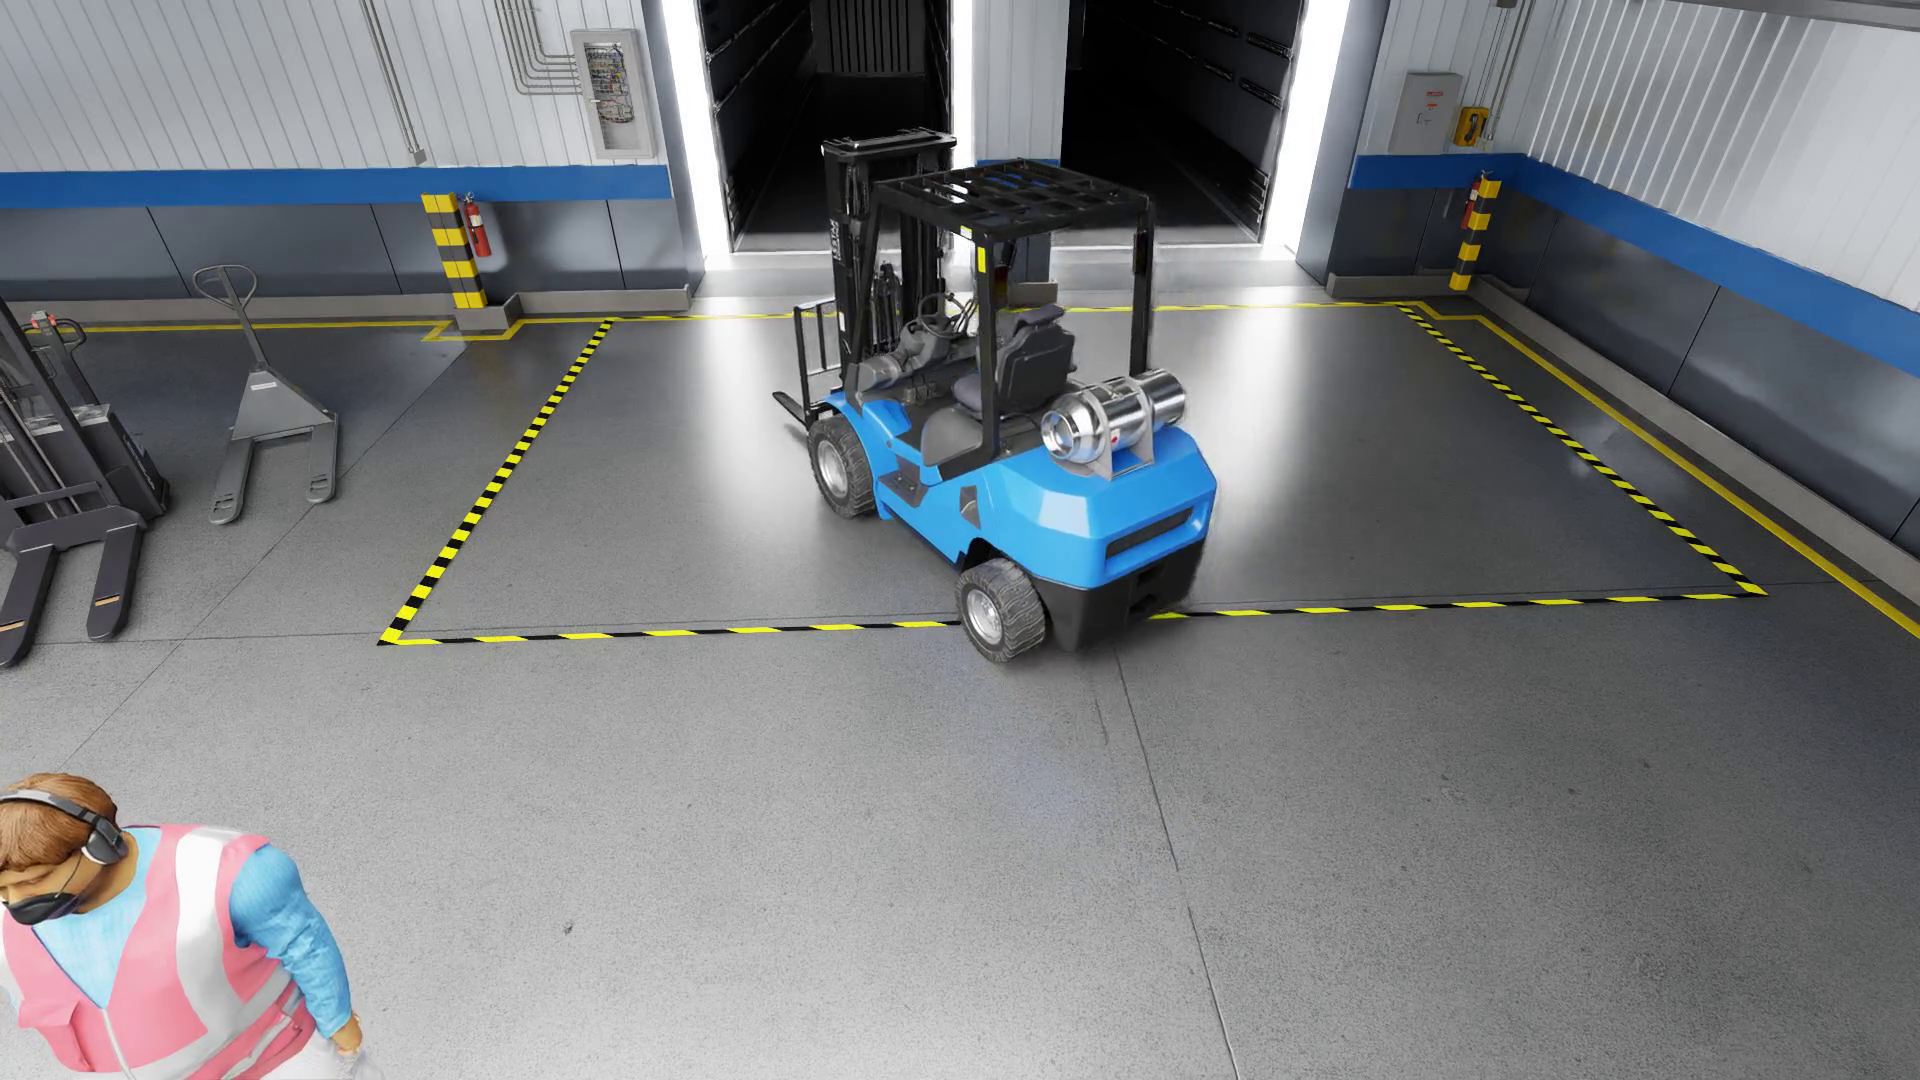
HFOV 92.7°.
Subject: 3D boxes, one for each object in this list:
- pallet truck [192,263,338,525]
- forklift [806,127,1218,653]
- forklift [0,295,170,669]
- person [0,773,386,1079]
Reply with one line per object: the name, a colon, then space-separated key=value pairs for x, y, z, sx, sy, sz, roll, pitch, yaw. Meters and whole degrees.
pallet truck: x=-4.778 y=-1.027 z=6.128 sx=0.680 sy=1.201 sz=1.601 roll=-17 pitch=38 yaw=-23
forklift: x=0.177 y=-0.962 z=5.061 sx=1.157 sy=2.036 sz=2.680 roll=-22 pitch=40 yaw=-28
forklift: x=-5.212 y=-0.618 z=4.878 sx=0.823 sy=1.965 sz=1.885 roll=-20 pitch=39 yaw=-26
person: x=-1.865 y=1.259 z=2.316 sx=0.620 sy=1.845 sz=0.431 roll=-7 pitch=36 yaw=-11
